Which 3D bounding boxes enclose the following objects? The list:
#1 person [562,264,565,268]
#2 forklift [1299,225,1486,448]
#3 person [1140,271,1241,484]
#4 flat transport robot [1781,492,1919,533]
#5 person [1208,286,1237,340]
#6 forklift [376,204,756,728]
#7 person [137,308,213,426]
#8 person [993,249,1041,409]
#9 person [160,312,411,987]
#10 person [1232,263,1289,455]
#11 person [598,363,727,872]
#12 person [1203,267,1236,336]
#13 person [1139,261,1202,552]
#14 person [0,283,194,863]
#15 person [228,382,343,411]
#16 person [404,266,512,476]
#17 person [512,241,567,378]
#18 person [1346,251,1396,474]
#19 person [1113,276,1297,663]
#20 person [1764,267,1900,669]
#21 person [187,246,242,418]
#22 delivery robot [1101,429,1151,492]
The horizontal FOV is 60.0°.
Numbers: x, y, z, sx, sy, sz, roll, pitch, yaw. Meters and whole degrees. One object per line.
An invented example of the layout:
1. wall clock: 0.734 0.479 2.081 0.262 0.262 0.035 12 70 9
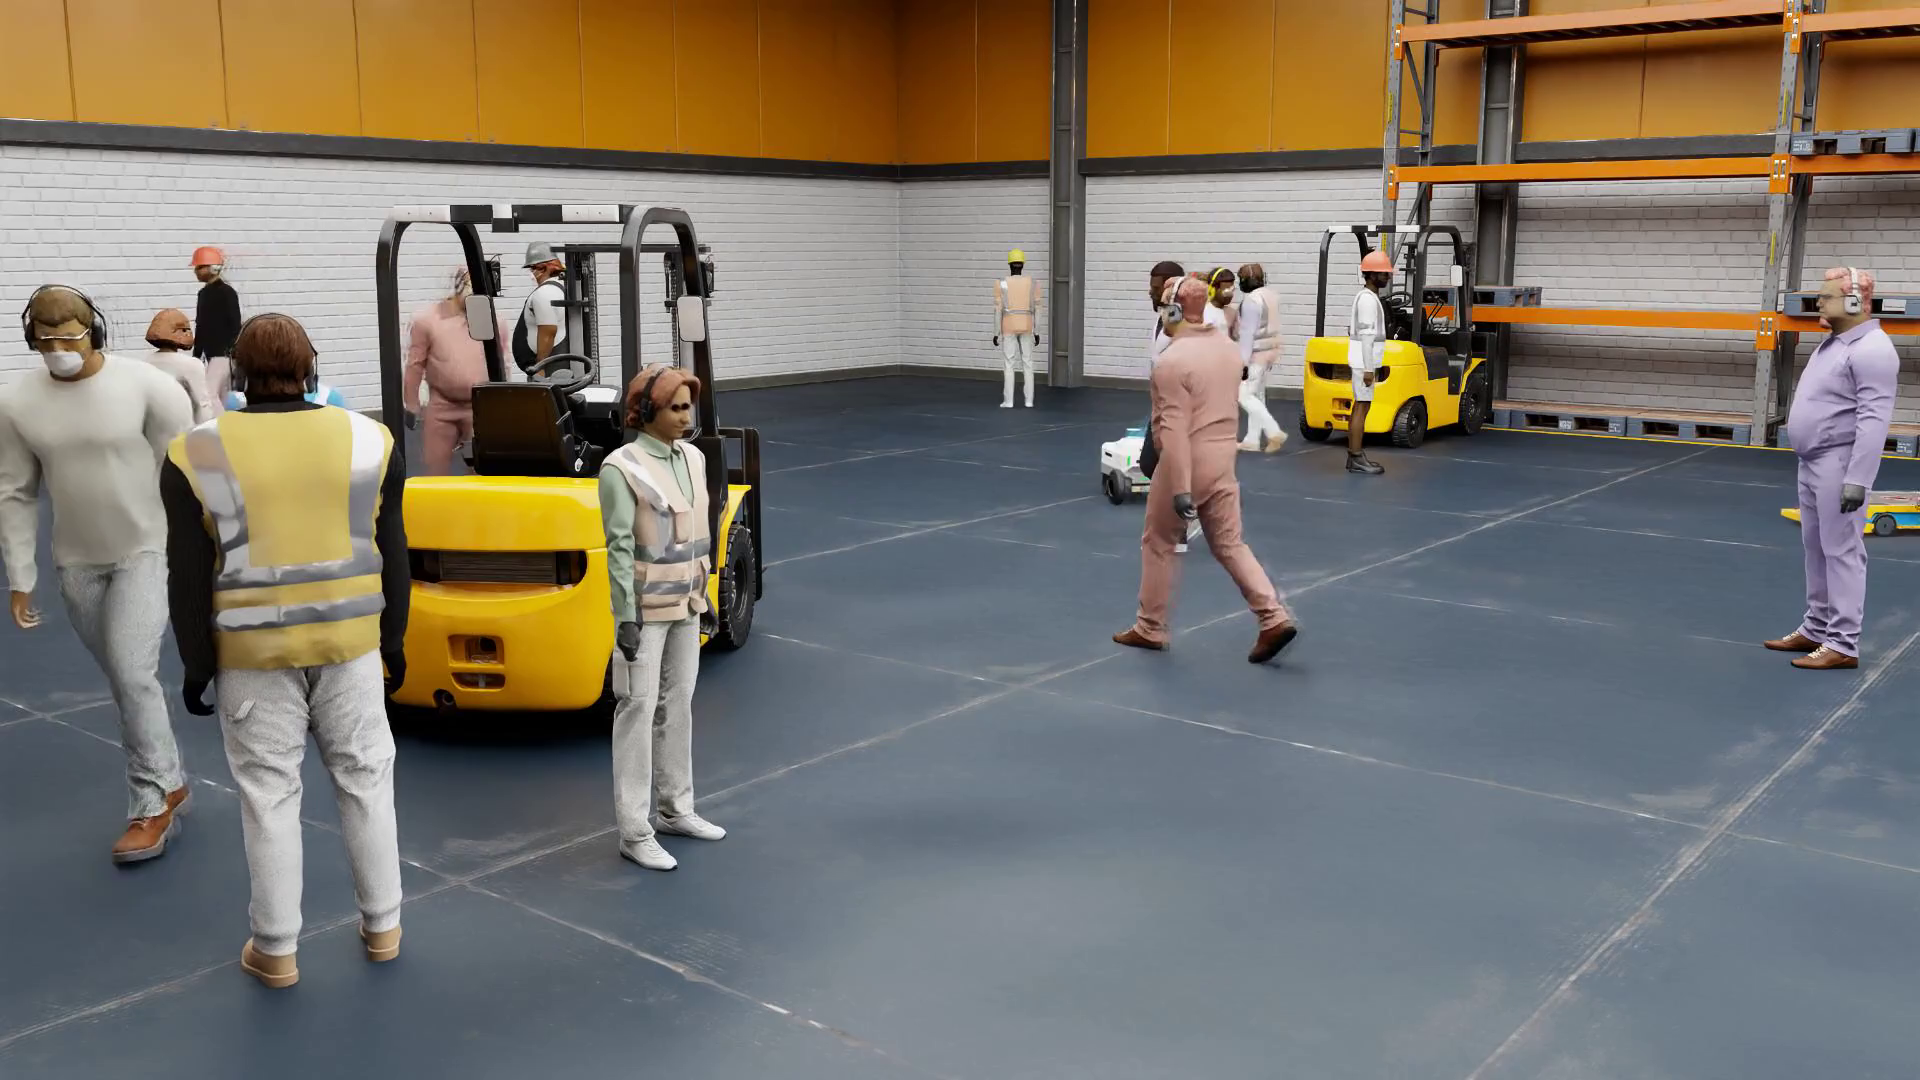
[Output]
1. person: -3.613 -1.562 14.961 0.403 1.826 0.589 2 10 9
2. forklift: 4.449 -2.115 16.993 1.214 2.155 2.313 8 13 38
3. person: 1.800 -1.311 13.694 1.023 1.787 0.574 4 11 20
4. flat transport robot: 6.670 -0.204 11.736 1.431 0.197 0.652 0 10 -1
5. person: 2.440 -1.681 15.927 0.512 1.716 0.830 1 10 7
6. forklift: -1.766 -0.406 7.525 1.214 2.155 2.313 1 10 7
7. person: -4.674 -0.561 9.940 0.507 1.631 0.271 3 11 14
8. person: 0.682 -2.548 20.140 0.594 1.922 0.386 -2 10 -13
9. person: -1.829 0.302 4.577 0.624 1.844 0.430 -6 12 -32
10. person: 2.864 -1.711 15.823 0.644 1.814 0.675 6 12 32
11. person: -0.981 0.242 5.474 0.309 1.639 0.514 5 11 24
12. person: 1.929 -1.200 12.935 0.452 1.836 0.548 4 11 20
13. person: 1.387 -0.848 10.775 0.445 1.901 0.618 -1 10 -7
14. person: -2.837 0.110 5.492 0.649 1.891 0.762 0 10 0
15. person: -3.203 -0.225 8.001 0.538 1.668 0.801 -3 11 -18
16. person: -3.430 -0.896 11.180 0.818 1.870 0.441 -4 11 -20
17. person: -3.487 -1.495 13.984 0.537 2.000 0.679 1 10 4
18. person: 3.590 -1.552 14.581 0.378 1.938 0.547 2 10 10
19. person: 1.194 -0.337 8.048 0.628 1.871 0.932 -10 14 -43
20. person: 4.159 -0.338 7.947 0.408 1.905 0.654 1 10 8
21. person: -6.902 -1.699 15.294 0.678 1.967 0.638 -10 14 -43
22. delivery robot: 1.360 -0.631 13.055 0.477 0.478 0.707 -2 11 -12
